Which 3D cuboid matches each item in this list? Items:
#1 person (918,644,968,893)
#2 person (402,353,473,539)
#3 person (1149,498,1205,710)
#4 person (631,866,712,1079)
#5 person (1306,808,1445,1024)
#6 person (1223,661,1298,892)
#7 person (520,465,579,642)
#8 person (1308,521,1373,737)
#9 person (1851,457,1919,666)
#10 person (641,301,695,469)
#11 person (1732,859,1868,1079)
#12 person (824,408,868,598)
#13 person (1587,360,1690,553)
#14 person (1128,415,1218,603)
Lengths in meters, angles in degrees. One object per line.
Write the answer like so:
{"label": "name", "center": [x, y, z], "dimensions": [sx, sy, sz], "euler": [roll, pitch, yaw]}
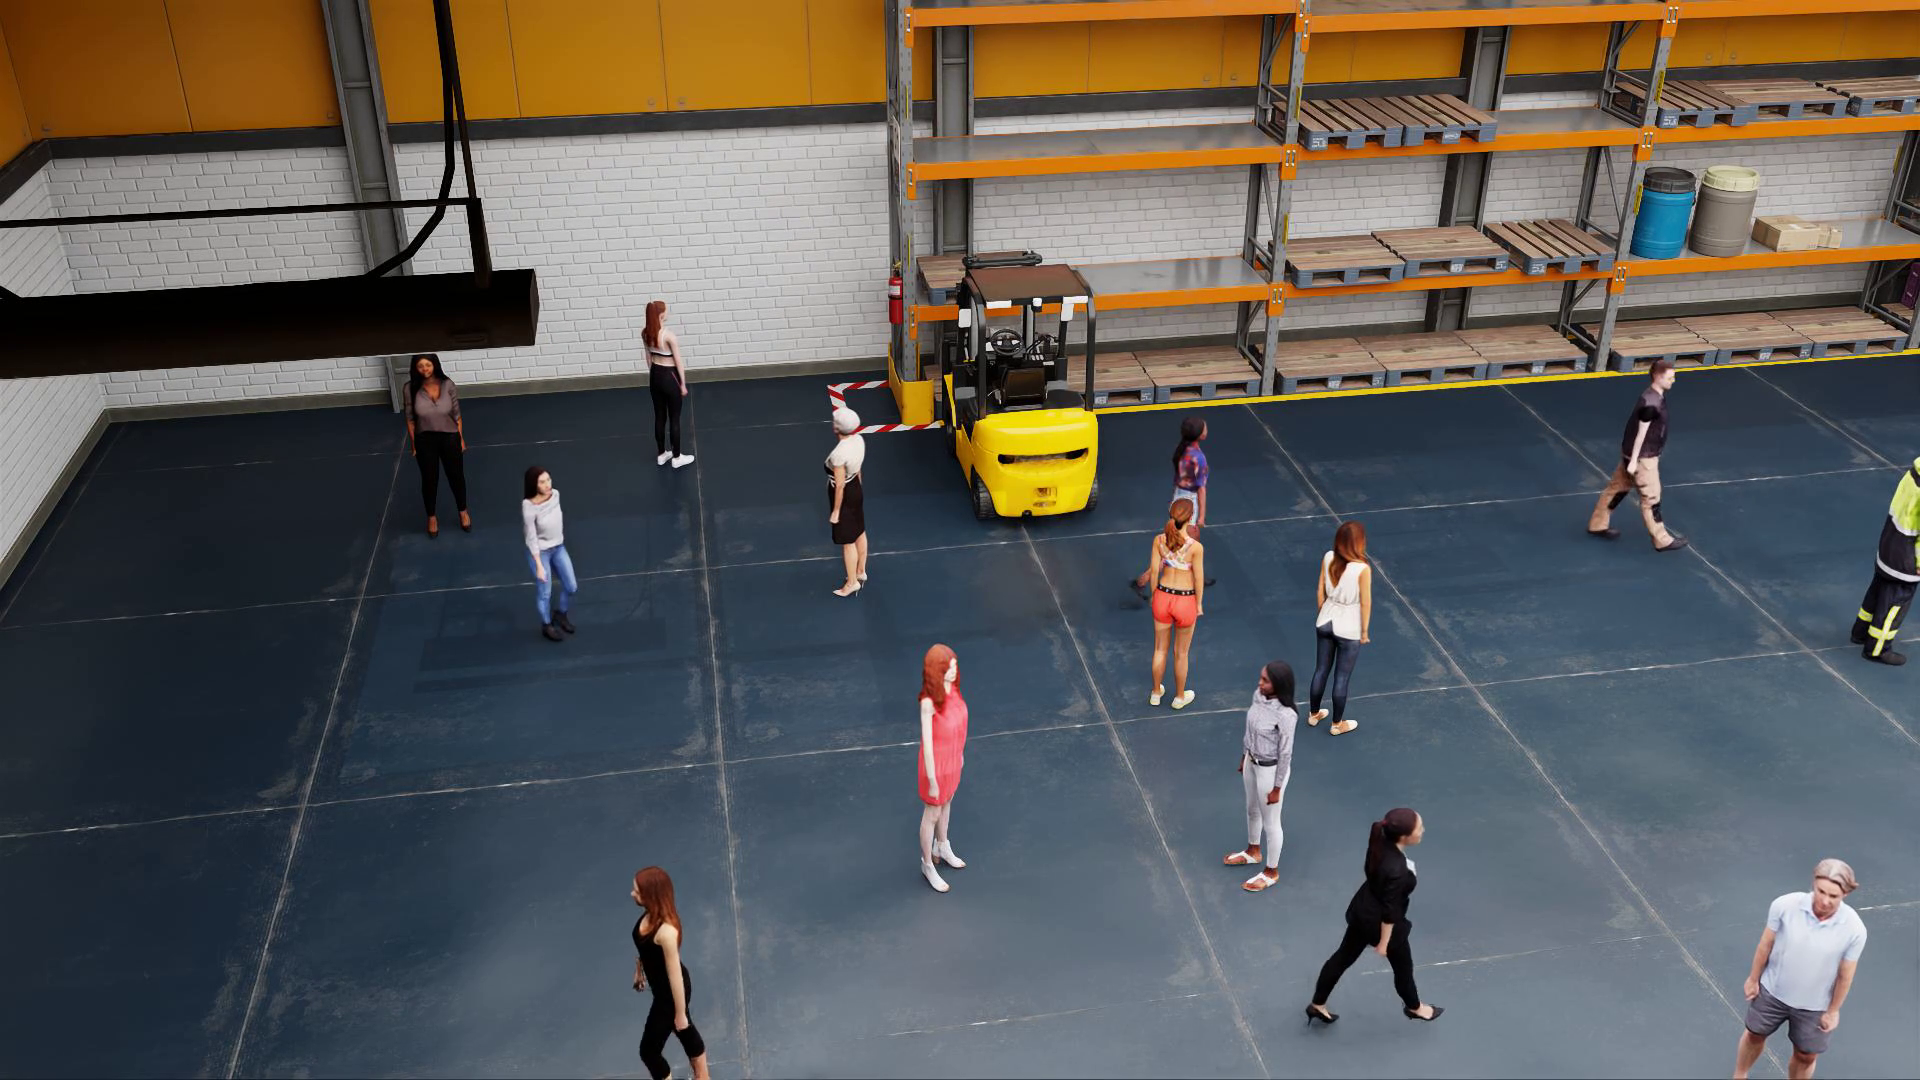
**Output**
{"label": "person", "center": [-0.132, 1.472, 10.929], "dimensions": [0.689, 1.828, 0.665], "euler": [13, 31, 22]}
{"label": "person", "center": [-4.801, -0.902, 15.268], "dimensions": [0.613, 1.842, 0.761], "euler": [-12, 31, -20]}
{"label": "person", "center": [1.648, 0.493, 12.763], "dimensions": [0.660, 1.791, 0.741], "euler": [12, 31, 22]}
{"label": "person", "center": [-1.524, 2.483, 9.198], "dimensions": [0.785, 1.712, 0.688], "euler": [-11, 30, -19]}
{"label": "person", "center": [2.359, 2.251, 9.729], "dimensions": [1.054, 1.609, 0.618], "euler": [-4, 29, -8]}
{"label": "person", "center": [2.010, 1.526, 10.940], "dimensions": [0.555, 1.724, 0.631], "euler": [-10, 30, -17]}
{"label": "person", "center": [-3.453, 0.113, 13.642], "dimensions": [0.768, 1.616, 0.712], "euler": [17, 33, 29]}
{"label": "person", "center": [2.841, 0.656, 12.470], "dimensions": [0.705, 1.785, 0.683], "euler": [-25, 37, -37]}
{"label": "person", "center": [7.632, 0.042, 13.392], "dimensions": [0.788, 1.980, 0.854], "euler": [5, 29, 9]}
{"label": "person", "center": [-2.944, -1.557, 16.572], "dimensions": [0.654, 1.741, 0.731], "euler": [15, 32, 26]}
{"label": "person", "center": [4.593, 2.465, 9.109], "dimensions": [0.706, 1.829, 0.765], "euler": [19, 34, 30]}
{"label": "person", "center": [-0.952, -0.320, 14.290], "dimensions": [0.719, 1.755, 0.699], "euler": [13, 31, 22]}
{"label": "person", "center": [6.069, -0.785, 15.096], "dimensions": [1.222, 1.799, 1.064], "euler": [12, 31, 21]}
{"label": "person", "center": [1.846, -0.235, 14.180], "dimensions": [1.171, 1.712, 0.735], "euler": [-10, 30, -17]}
